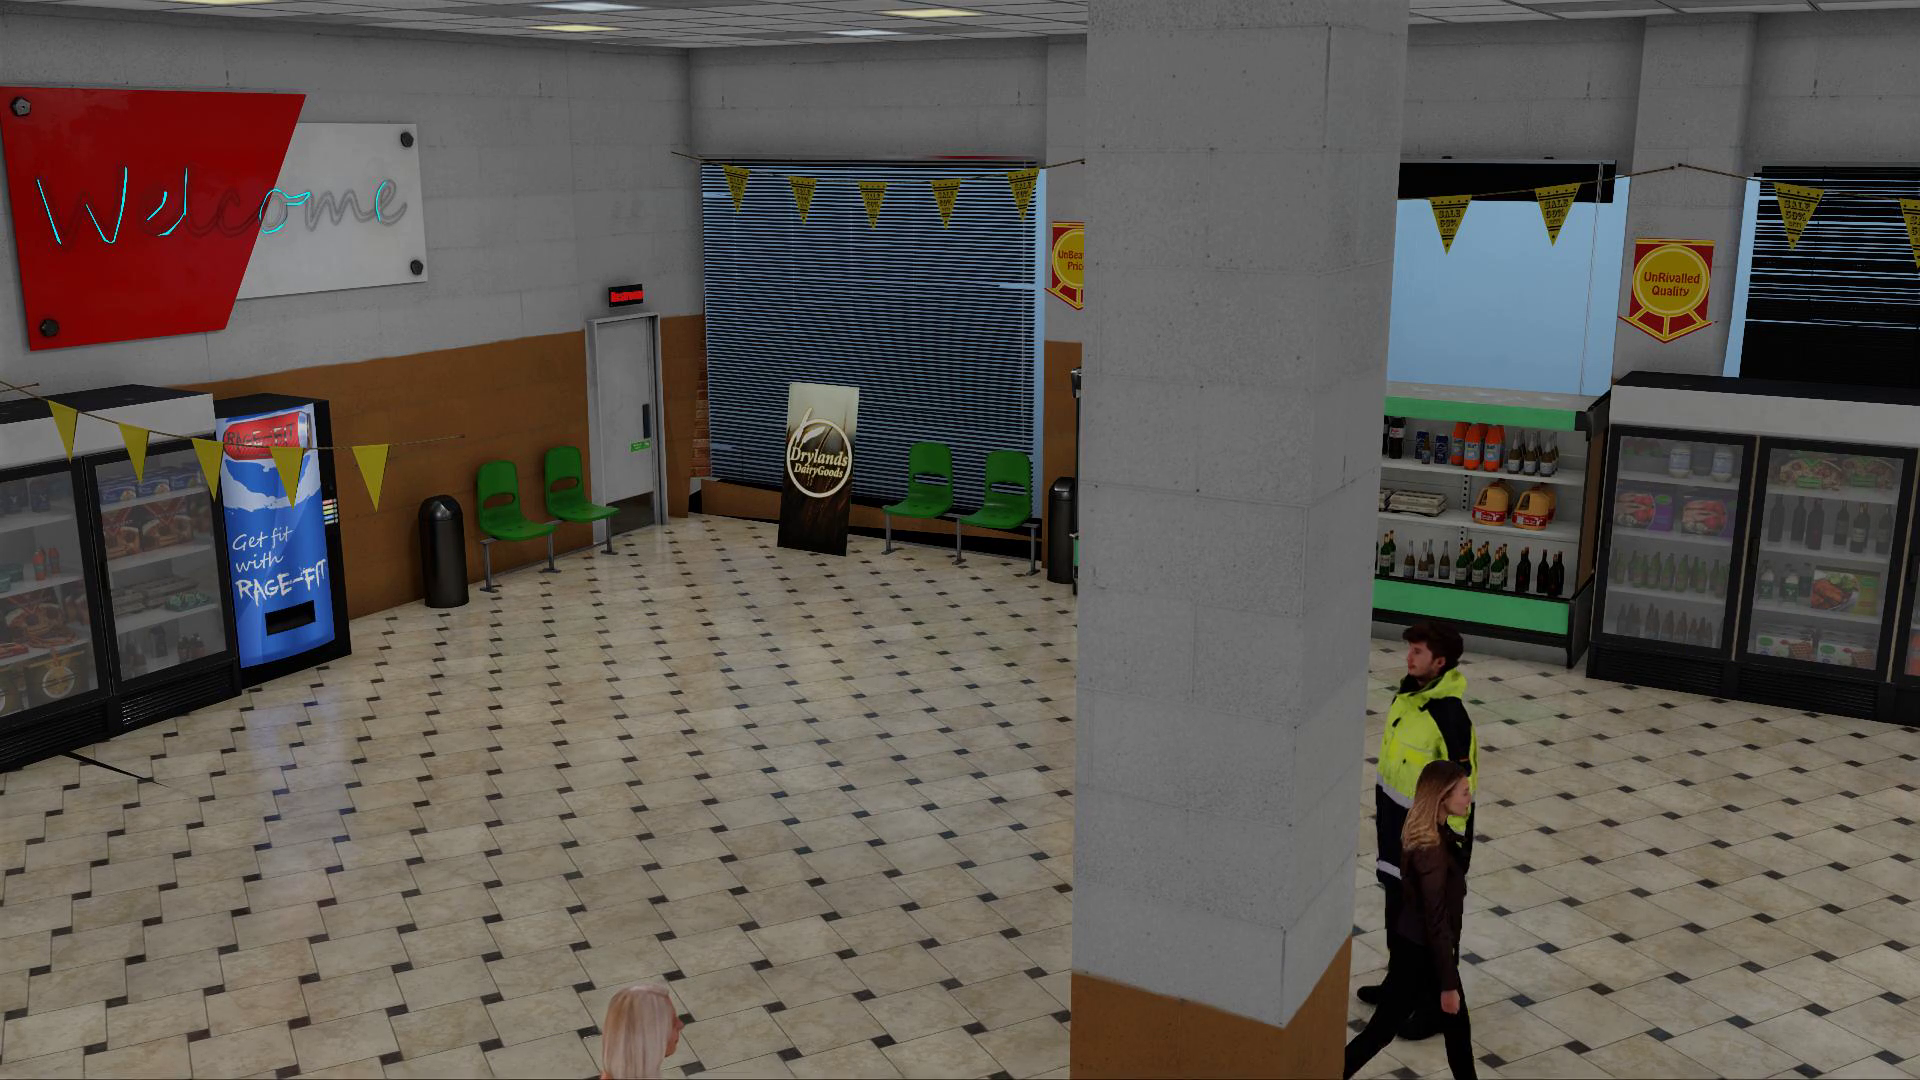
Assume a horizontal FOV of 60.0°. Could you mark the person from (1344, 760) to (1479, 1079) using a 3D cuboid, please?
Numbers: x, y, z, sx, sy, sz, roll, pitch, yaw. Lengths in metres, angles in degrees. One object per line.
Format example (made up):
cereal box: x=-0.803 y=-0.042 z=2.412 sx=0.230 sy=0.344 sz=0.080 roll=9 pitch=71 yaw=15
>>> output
person: x=1.804 y=1.712 z=6.822 sx=1.177 sy=1.659 sz=0.808 roll=4 pitch=14 yaw=16

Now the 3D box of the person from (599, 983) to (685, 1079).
person: x=-0.936 y=2.122 z=4.989 sx=0.741 sy=1.726 sz=0.620 roll=-8 pitch=16 yaw=-31

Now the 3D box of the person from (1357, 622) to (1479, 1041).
person: x=2.158 y=1.327 z=7.725 sx=0.913 sy=1.982 sz=0.859 roll=-3 pitch=14 yaw=-13
